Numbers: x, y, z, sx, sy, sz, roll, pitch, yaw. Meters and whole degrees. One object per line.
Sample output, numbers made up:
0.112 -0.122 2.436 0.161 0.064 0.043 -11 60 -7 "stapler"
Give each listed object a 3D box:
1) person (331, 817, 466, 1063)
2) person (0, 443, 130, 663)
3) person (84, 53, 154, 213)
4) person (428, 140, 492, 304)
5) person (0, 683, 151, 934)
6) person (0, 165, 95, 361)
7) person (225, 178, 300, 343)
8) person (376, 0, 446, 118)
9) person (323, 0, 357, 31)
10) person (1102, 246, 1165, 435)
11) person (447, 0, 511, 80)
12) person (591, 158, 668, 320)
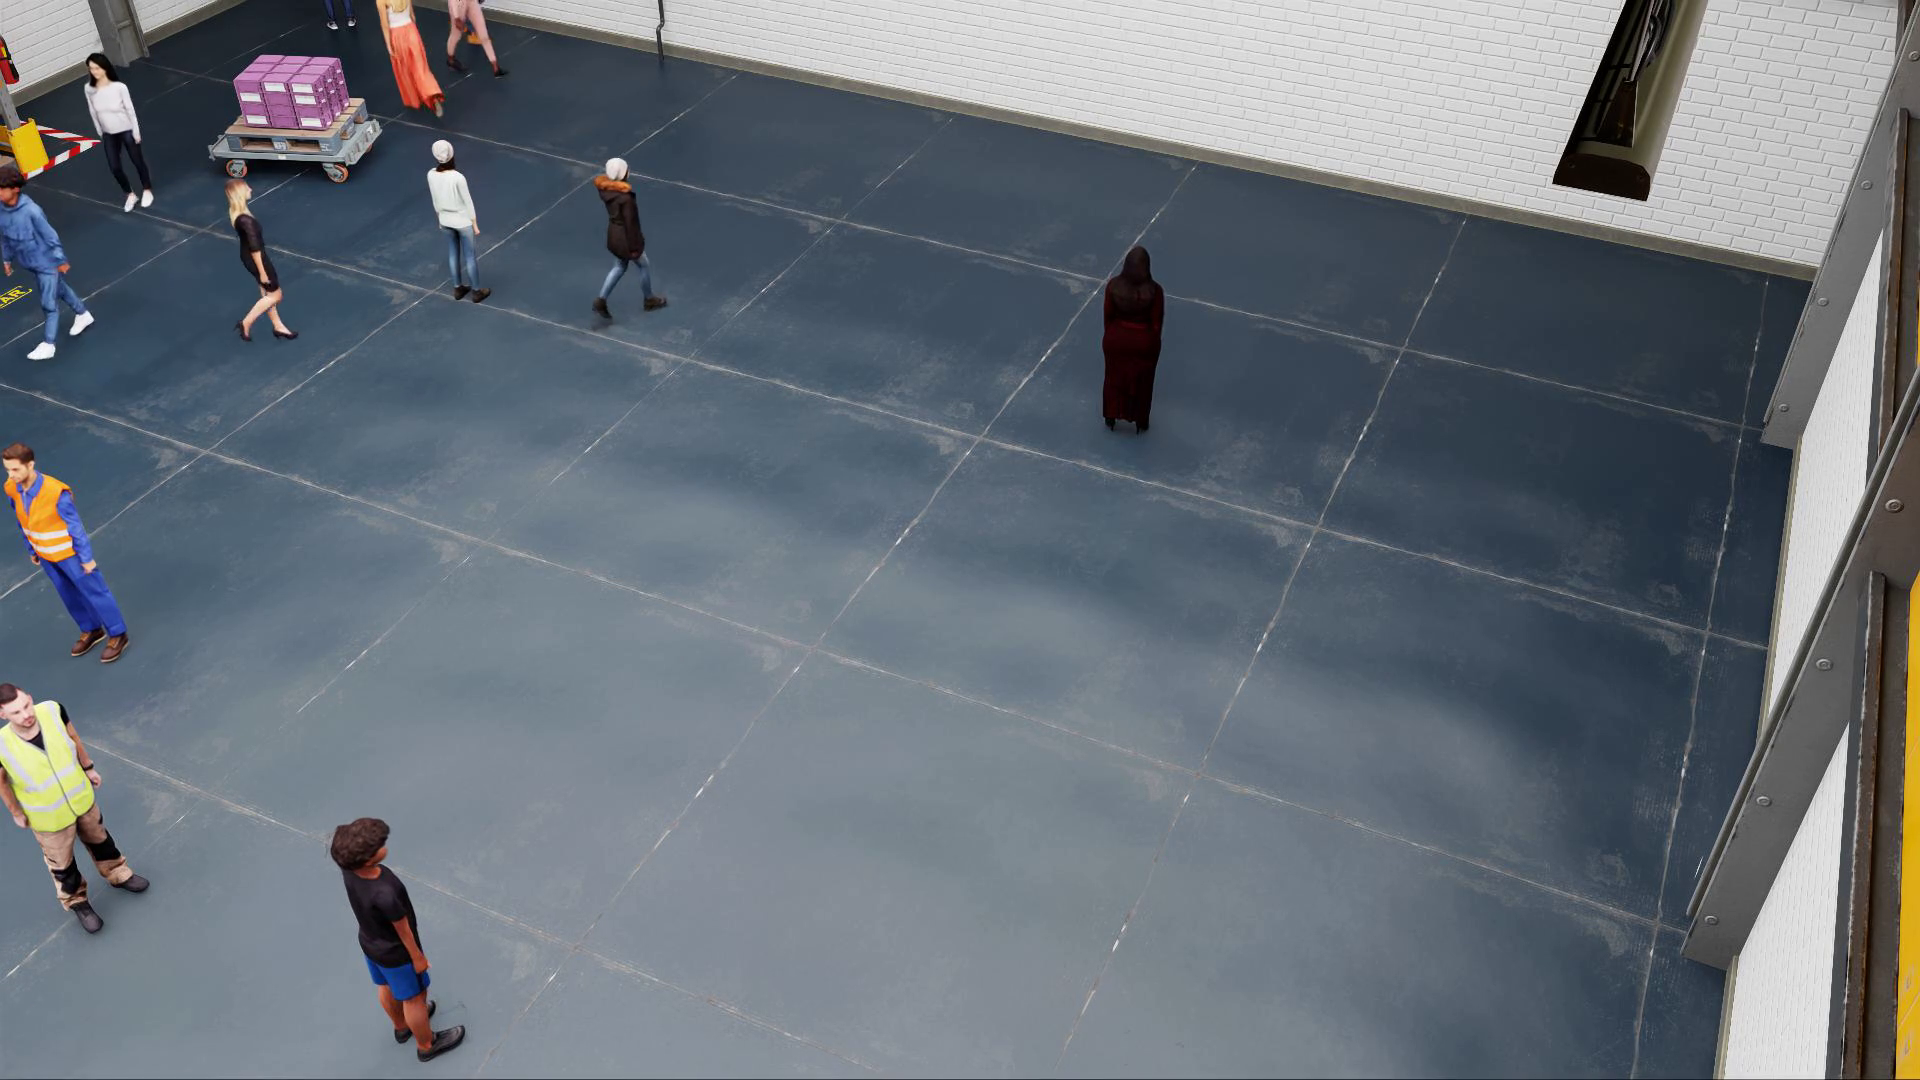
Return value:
-3.143 2.204 9.162 0.666 1.793 0.626 28 46 30 "person"
-6.350 0.072 11.776 0.733 1.864 0.689 7 39 9 "person"
-8.753 -4.306 17.398 0.751 1.688 0.784 -4 39 -5 "person"
-4.798 -3.043 15.850 0.587 1.645 0.515 11 40 14 "person"
-5.392 1.545 9.944 0.783 1.847 0.679 21 43 24 "person"
-8.364 -2.606 15.203 0.743 1.772 1.138 13 40 15 "person"
-6.471 -2.488 15.139 0.888 1.666 0.782 -22 43 -25 "person"
-6.302 -5.664 19.028 1.099 1.775 0.944 -31 48 -32 "person"
-8.107 -7.352 21.315 0.617 1.560 0.686 -16 41 -19 "person"
1.452 -1.672 14.048 0.699 1.753 0.651 10 40 12 "person"
-6.012 -6.352 19.987 0.737 1.654 1.165 17 42 20 "person"
-3.199 -2.795 15.569 1.096 1.610 0.868 -30 47 -32 "person"
